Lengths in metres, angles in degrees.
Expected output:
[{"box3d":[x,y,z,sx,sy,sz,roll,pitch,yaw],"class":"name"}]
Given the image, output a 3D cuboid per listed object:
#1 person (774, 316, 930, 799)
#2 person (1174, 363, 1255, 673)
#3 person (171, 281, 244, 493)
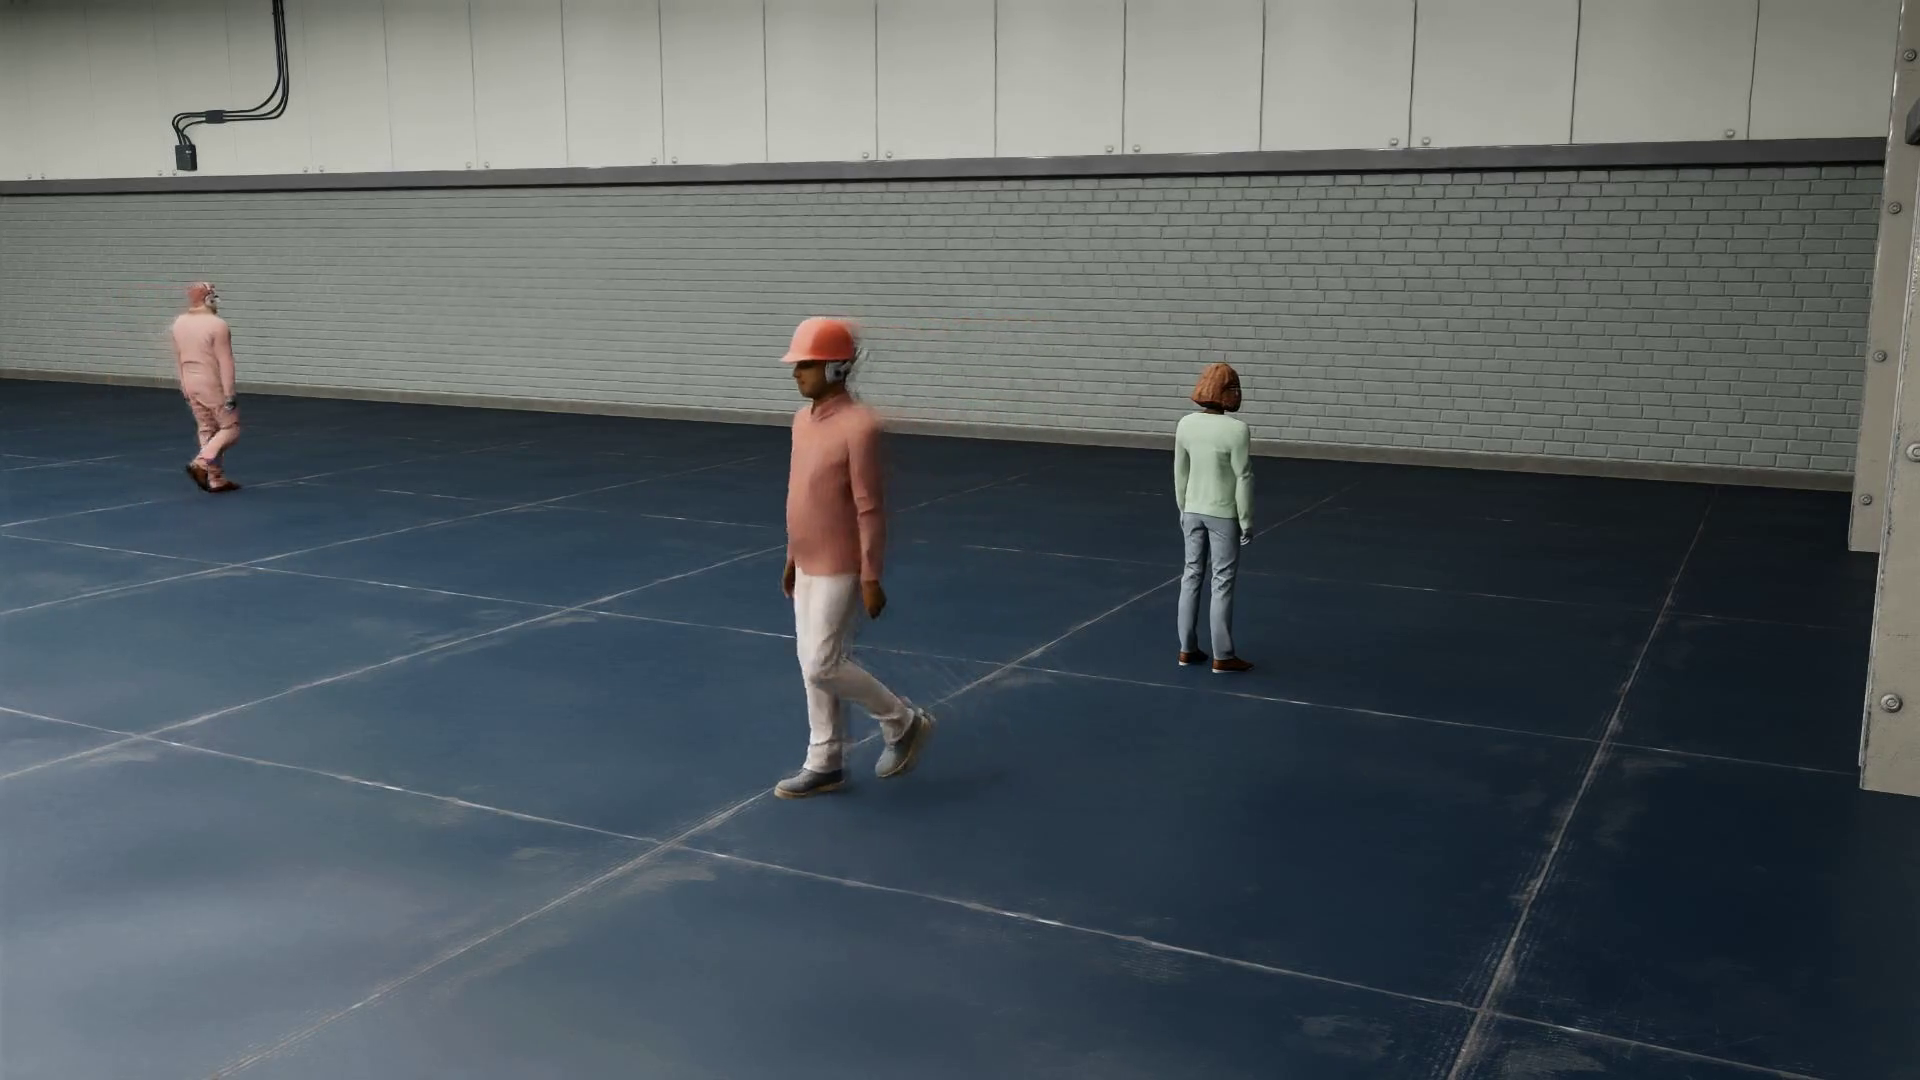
[{"box3d":[-0.485,0.081,6.774,0.532,1.978,0.620,-5,12,-27],"class":"person"},{"box3d":[1.346,-0.115,8.783,0.279,1.633,0.504,-9,14,-41],"class":"person"},{"box3d":[-6.660,-1.334,14.713,0.665,1.891,0.538,5,12,26],"class":"person"}]
